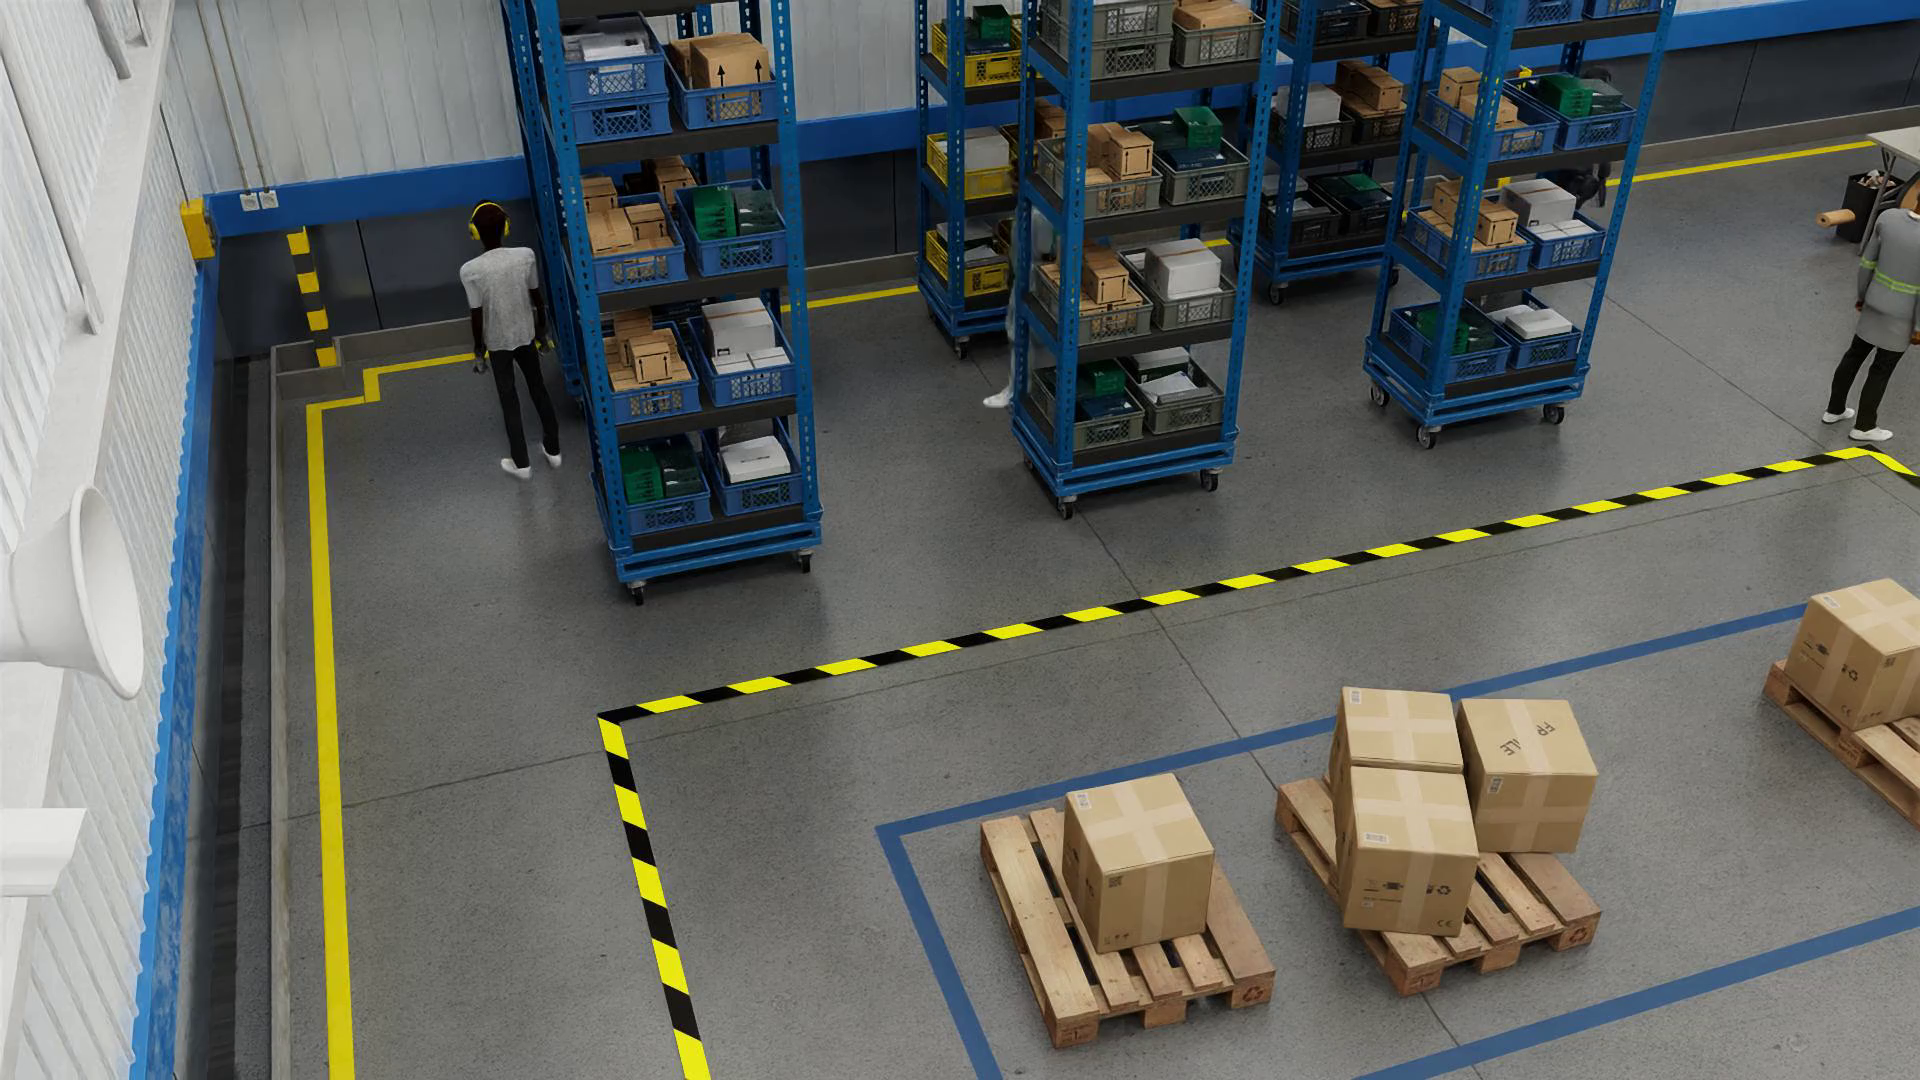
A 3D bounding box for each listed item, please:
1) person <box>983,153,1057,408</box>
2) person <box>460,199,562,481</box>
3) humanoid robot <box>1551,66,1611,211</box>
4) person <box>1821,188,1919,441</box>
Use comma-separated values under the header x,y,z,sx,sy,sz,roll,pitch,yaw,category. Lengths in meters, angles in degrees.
x,y,z,sx,sy,sz,roll,pitch,yaw,category
0.499,-1.745,11.156,0.647,1.852,0.535,-9,36,-12,person
-2.818,-1.240,10.426,0.529,1.868,0.309,-25,42,-31,person
4.857,-2.884,12.947,0.741,1.627,0.586,-15,38,-20,humanoid robot
6.096,-1.517,10.837,0.396,1.848,0.587,-12,37,-16,person
